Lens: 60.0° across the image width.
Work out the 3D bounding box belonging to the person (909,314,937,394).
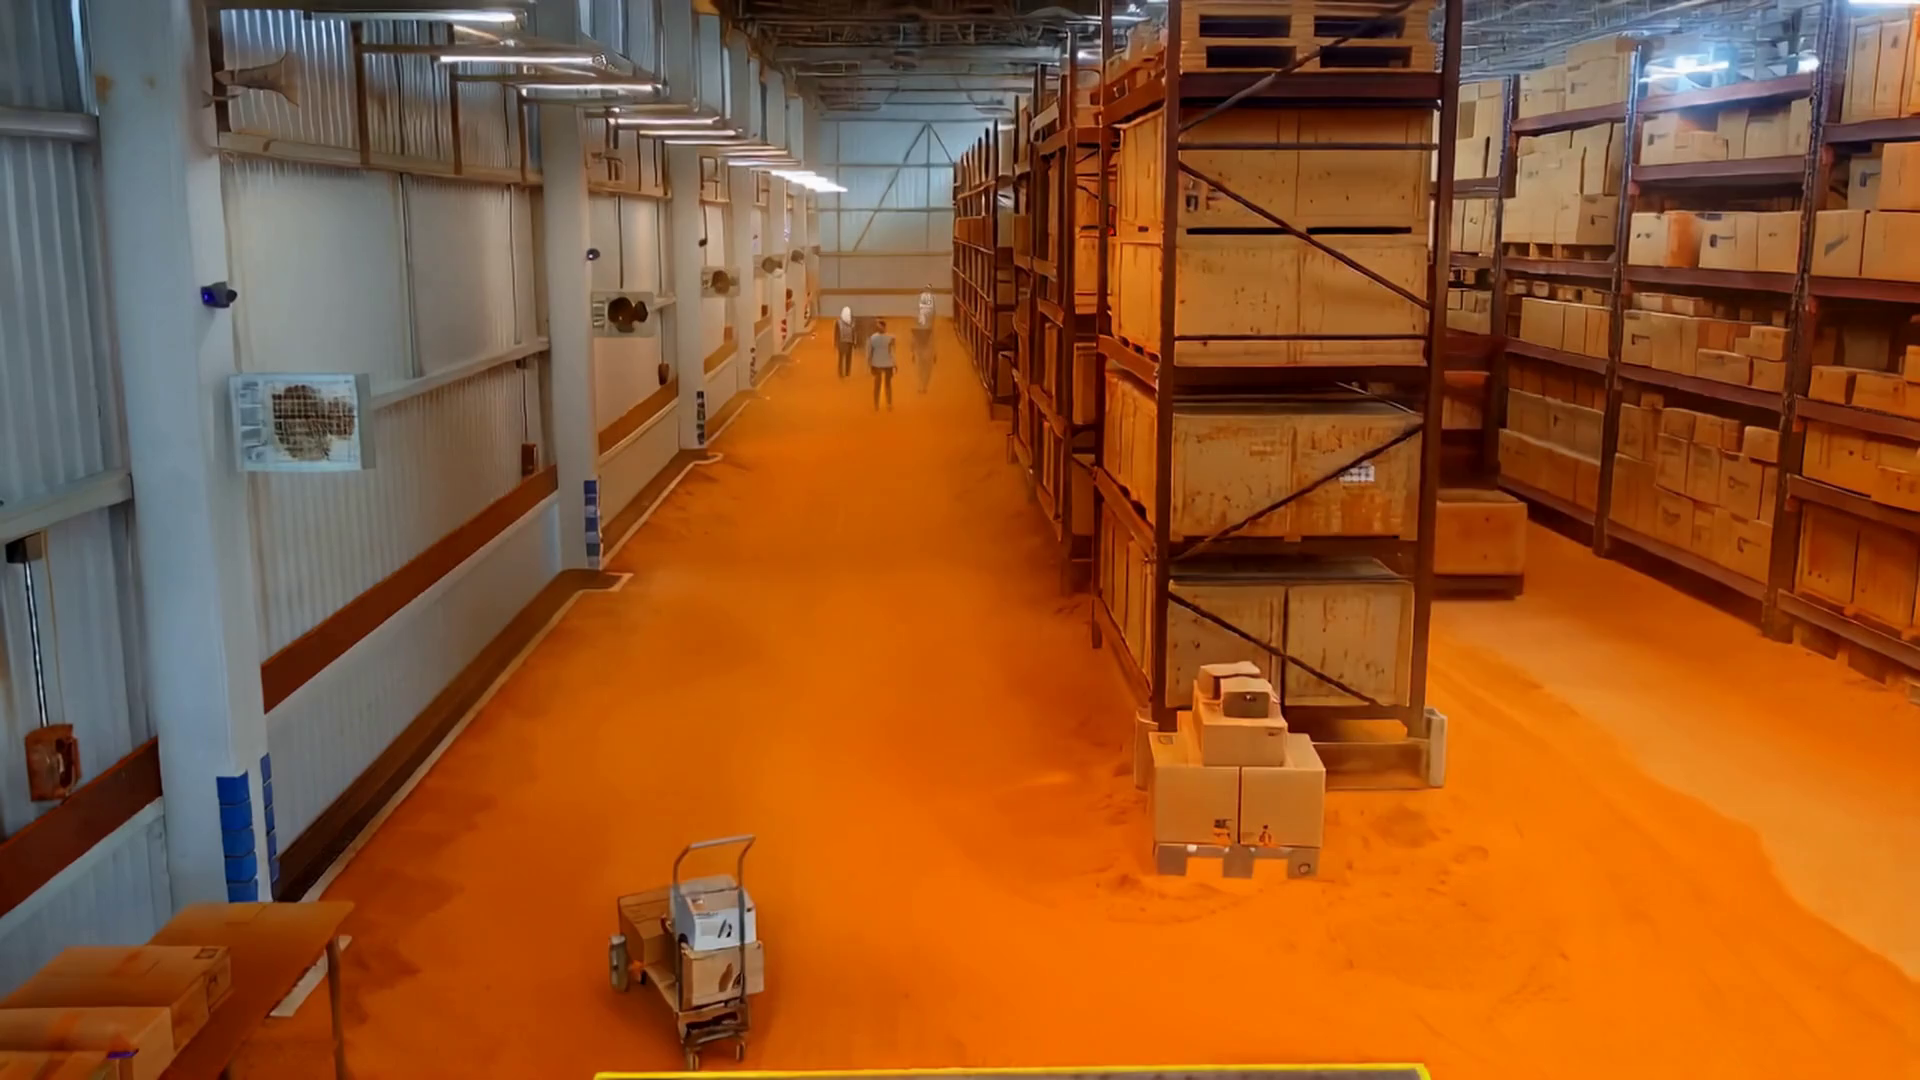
[{"bbox_3d":[-0.885,-4.423,39.448,0.645,1.885,0.797,-3,11,-13],"label":"person"}]

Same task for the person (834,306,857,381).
[{"bbox_3d":[-2.945,-5.030,42.571,0.627,1.905,0.410,-10,15,-42],"label":"person"}]

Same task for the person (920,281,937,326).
[{"bbox_3d":[-1.120,-8.294,59.499,0.580,1.917,0.607,1,11,5],"label":"person"}]

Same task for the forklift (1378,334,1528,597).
[{"bbox_3d":[5.520,-0.889,18.476,1.129,2.768,1.873,0,11,-2],"label":"forklift"}]

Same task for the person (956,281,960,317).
[{"bbox_3d":[-0.094,-9.297,65.193,0.571,1.730,0.588,-4,12,-20],"label":"person"}]

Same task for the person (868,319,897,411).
[{"bbox_3d":[-1.665,-3.755,35.730,0.619,1.986,0.410,-3,11,-16],"label":"person"}]
